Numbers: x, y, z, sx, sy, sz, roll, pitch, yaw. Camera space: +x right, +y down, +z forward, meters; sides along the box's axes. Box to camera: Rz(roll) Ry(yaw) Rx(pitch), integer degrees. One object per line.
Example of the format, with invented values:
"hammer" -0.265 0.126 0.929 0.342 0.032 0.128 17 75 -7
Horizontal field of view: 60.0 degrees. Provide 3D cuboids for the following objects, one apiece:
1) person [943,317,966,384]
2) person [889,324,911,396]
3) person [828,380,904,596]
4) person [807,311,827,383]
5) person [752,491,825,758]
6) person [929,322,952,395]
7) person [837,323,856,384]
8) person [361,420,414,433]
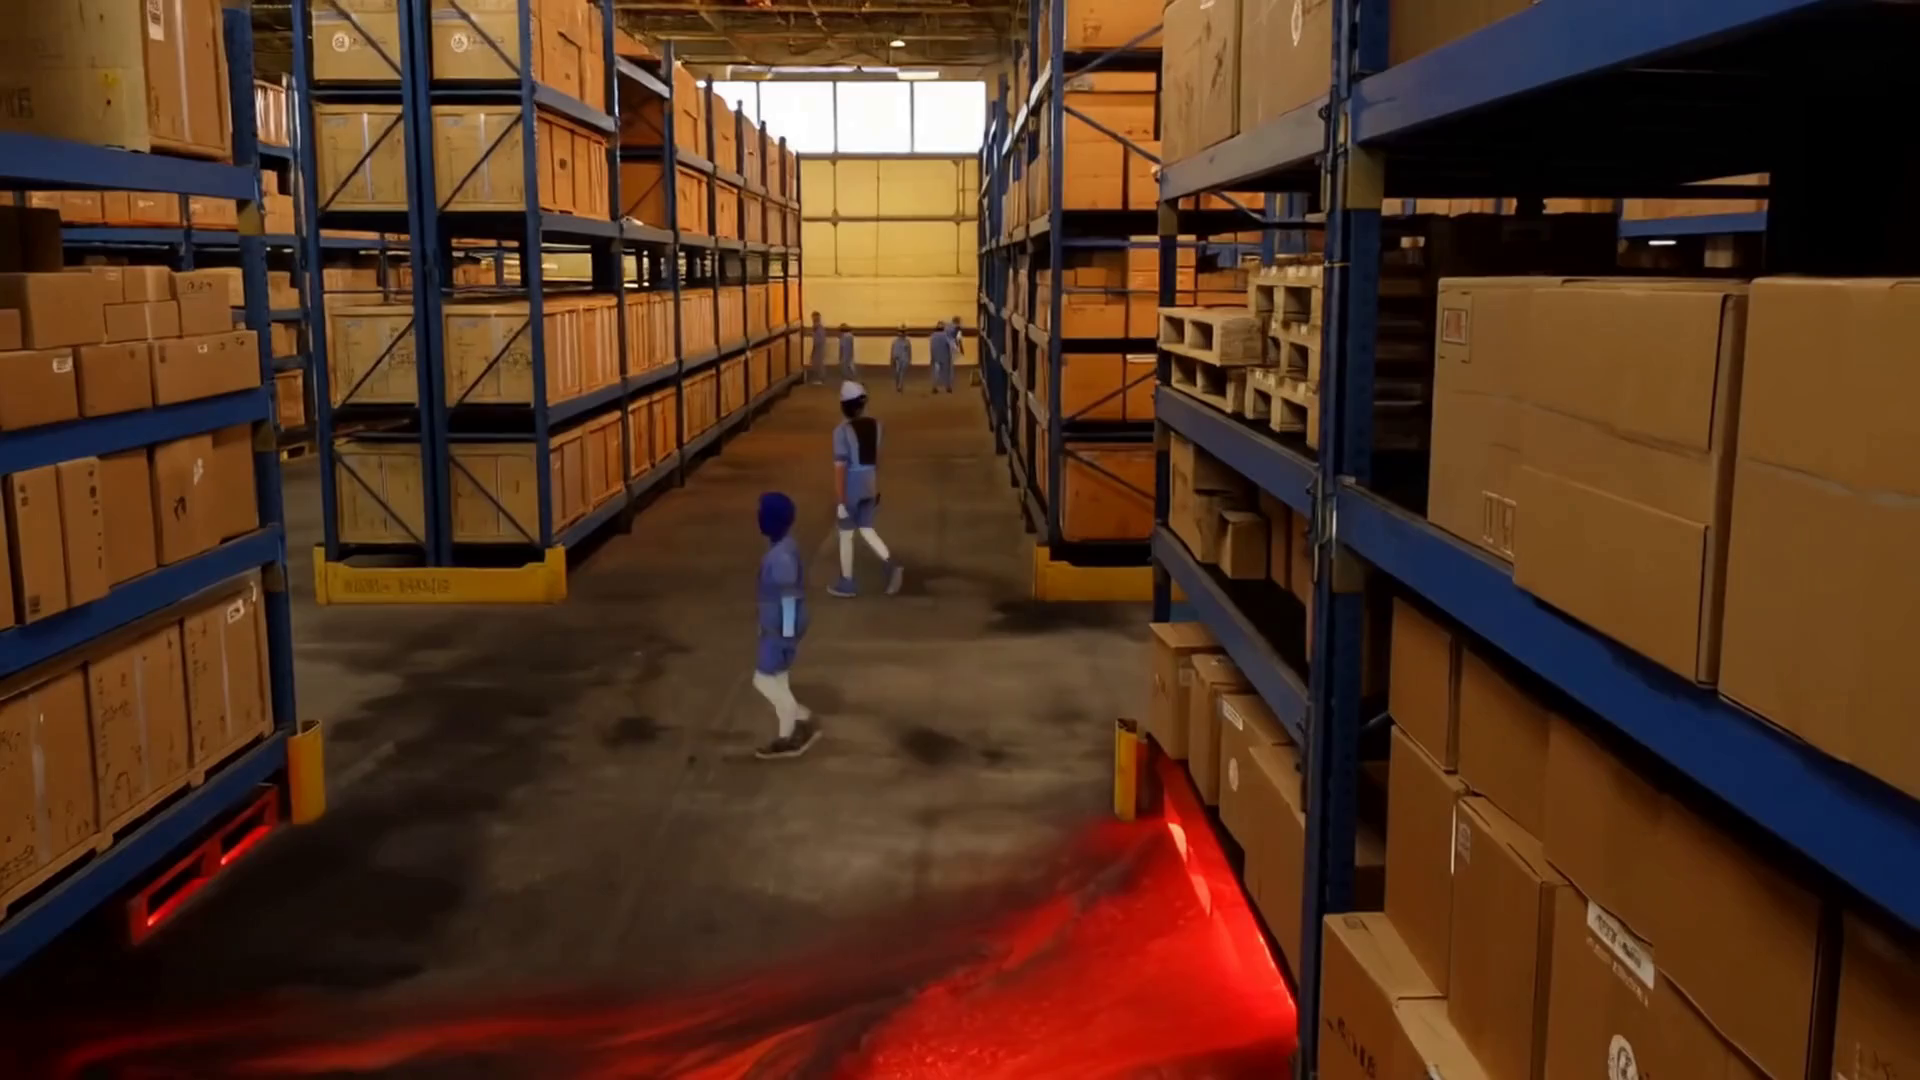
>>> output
"person" -0.185 -4.994 43.890 0.925 1.783 0.641 -8 13 -42
"person" -1.434 -4.315 39.840 0.514 1.716 0.502 1 9 4
"person" -0.900 -0.453 15.256 0.765 2.028 0.619 8 12 41
"person" -3.896 -5.092 44.029 0.832 1.910 0.662 0 9 -1
"person" -1.107 0.536 10.231 0.394 1.683 0.539 -1 9 -4
"person" -0.481 -4.376 40.098 0.611 1.777 0.928 3 10 17
"person" -3.013 -4.858 43.508 0.656 1.603 0.607 8 12 41
"person" -7.488 -1.449 21.770 0.648 1.891 0.514 -1 9 -8
